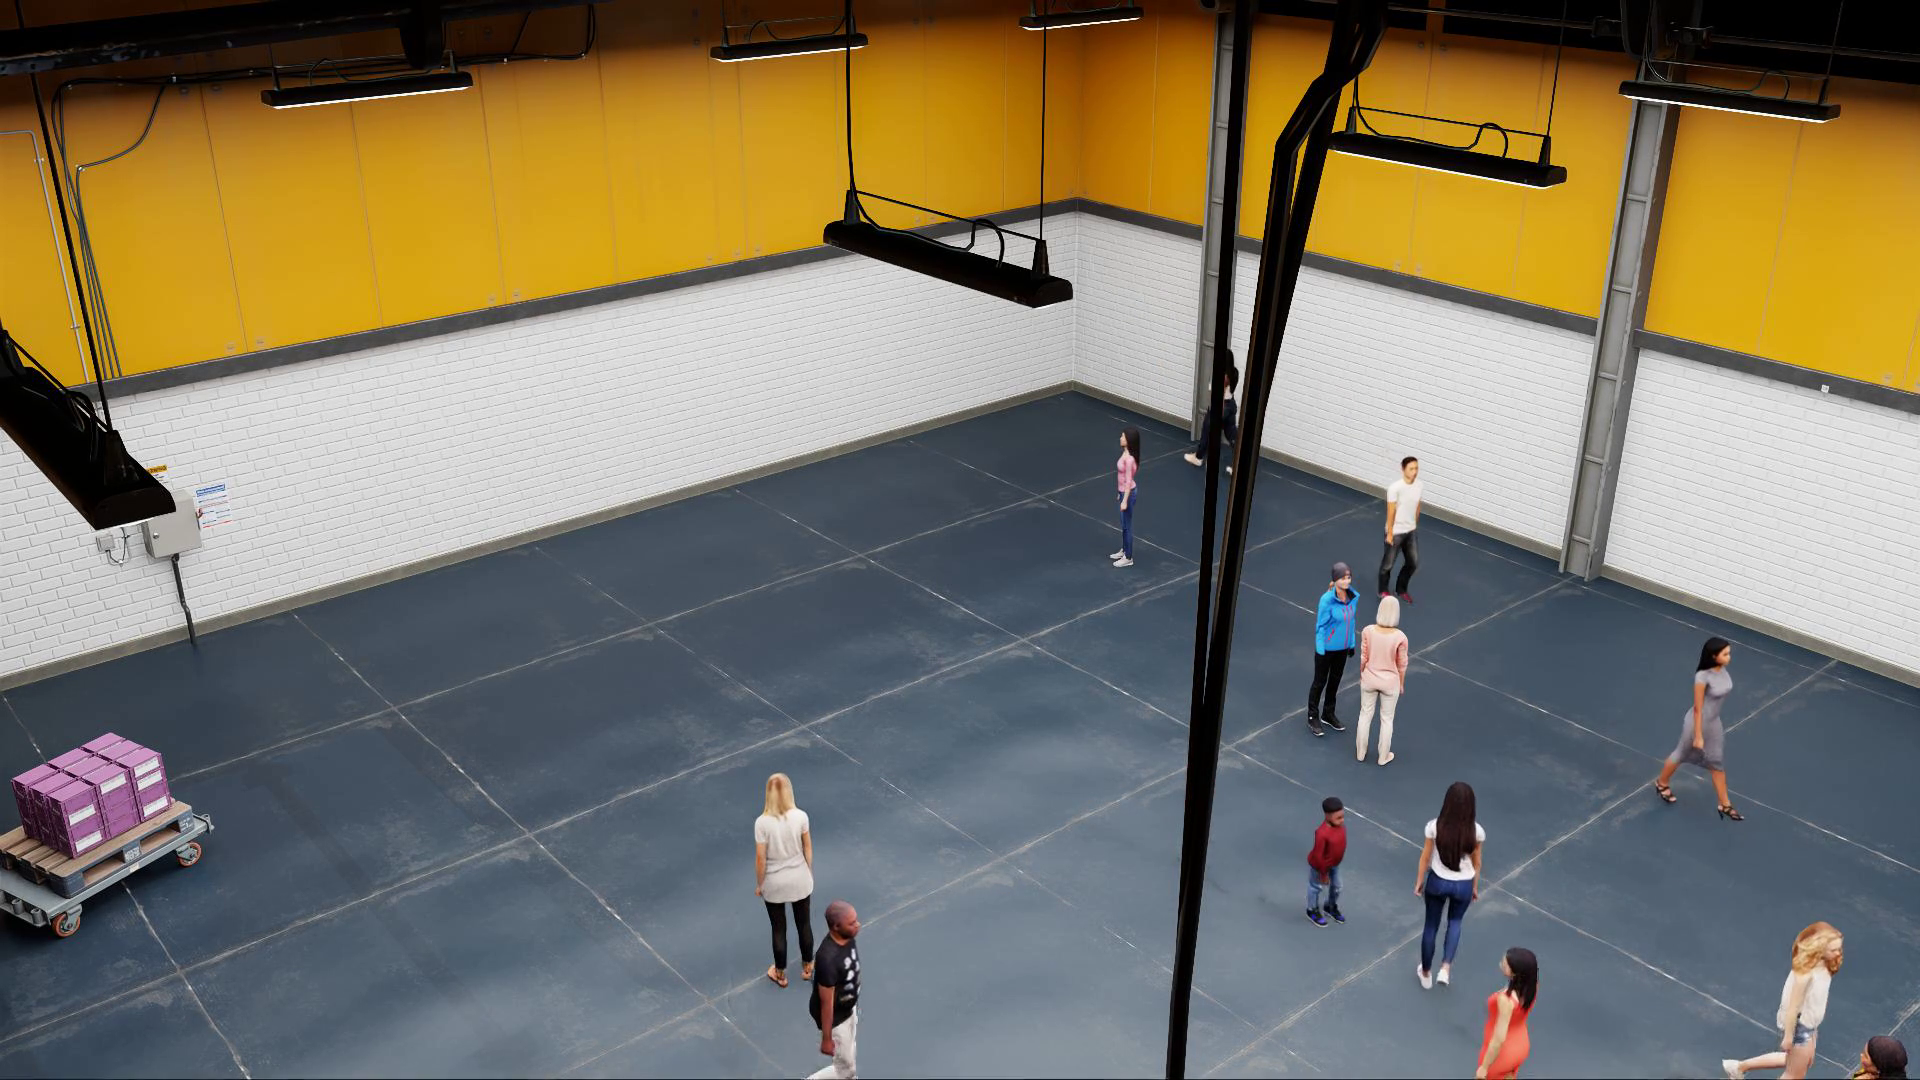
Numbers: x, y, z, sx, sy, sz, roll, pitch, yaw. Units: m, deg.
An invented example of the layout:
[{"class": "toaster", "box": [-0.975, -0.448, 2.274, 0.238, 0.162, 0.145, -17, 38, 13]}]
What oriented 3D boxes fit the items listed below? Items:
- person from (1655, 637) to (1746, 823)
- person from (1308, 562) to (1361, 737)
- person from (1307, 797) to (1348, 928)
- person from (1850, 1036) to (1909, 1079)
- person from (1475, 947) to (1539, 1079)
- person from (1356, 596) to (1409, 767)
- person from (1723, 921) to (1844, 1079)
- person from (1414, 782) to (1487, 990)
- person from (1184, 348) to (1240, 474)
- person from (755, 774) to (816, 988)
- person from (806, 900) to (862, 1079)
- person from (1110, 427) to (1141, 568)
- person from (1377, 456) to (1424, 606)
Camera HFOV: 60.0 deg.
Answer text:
[{"class": "person", "box": [6.571, 1.660, 14.946, 0.683, 1.742, 1.094, -16, 28, -32]}, {"class": "person", "box": [3.646, 1.049, 16.278, 0.665, 1.795, 0.601, -11, 26, -23]}, {"class": "person", "box": [2.917, 2.570, 13.491, 0.524, 1.241, 0.519, -20, 30, -37]}, {"class": "person", "box": [5.666, 3.788, 10.245, 1.407, 1.609, 1.130, 9, 25, 20]}, {"class": "person", "box": [3.596, 3.393, 11.016, 0.612, 1.714, 0.558, -18, 29, -35]}, {"class": "person", "box": [3.983, 1.322, 15.739, 0.599, 1.726, 0.736, 11, 26, 24]}, {"class": "person", "box": [5.583, 3.263, 11.280, 0.876, 1.741, 0.649, 20, 31, 38]}, {"class": "person", "box": [3.719, 2.691, 12.575, 0.808, 1.751, 0.867, 3, 24, 7]}, {"class": "person", "box": [3.661, -1.712, 22.642, 1.184, 1.757, 0.745, 19, 30, 37]}, {"class": "person", "box": [-1.325, 2.602, 12.689, 0.680, 1.823, 0.654, -8, 25, -17]}, {"class": "person", "box": [-0.917, 3.221, 11.312, 0.950, 1.793, 0.883, 6, 24, 14]}, {"class": "person", "box": [2.001, -0.534, 19.965, 0.706, 1.743, 0.631, 0, 24, 0]}, {"class": "person", "box": [4.978, -0.137, 19.001, 0.762, 1.787, 0.786, -8, 25, -17]}]
